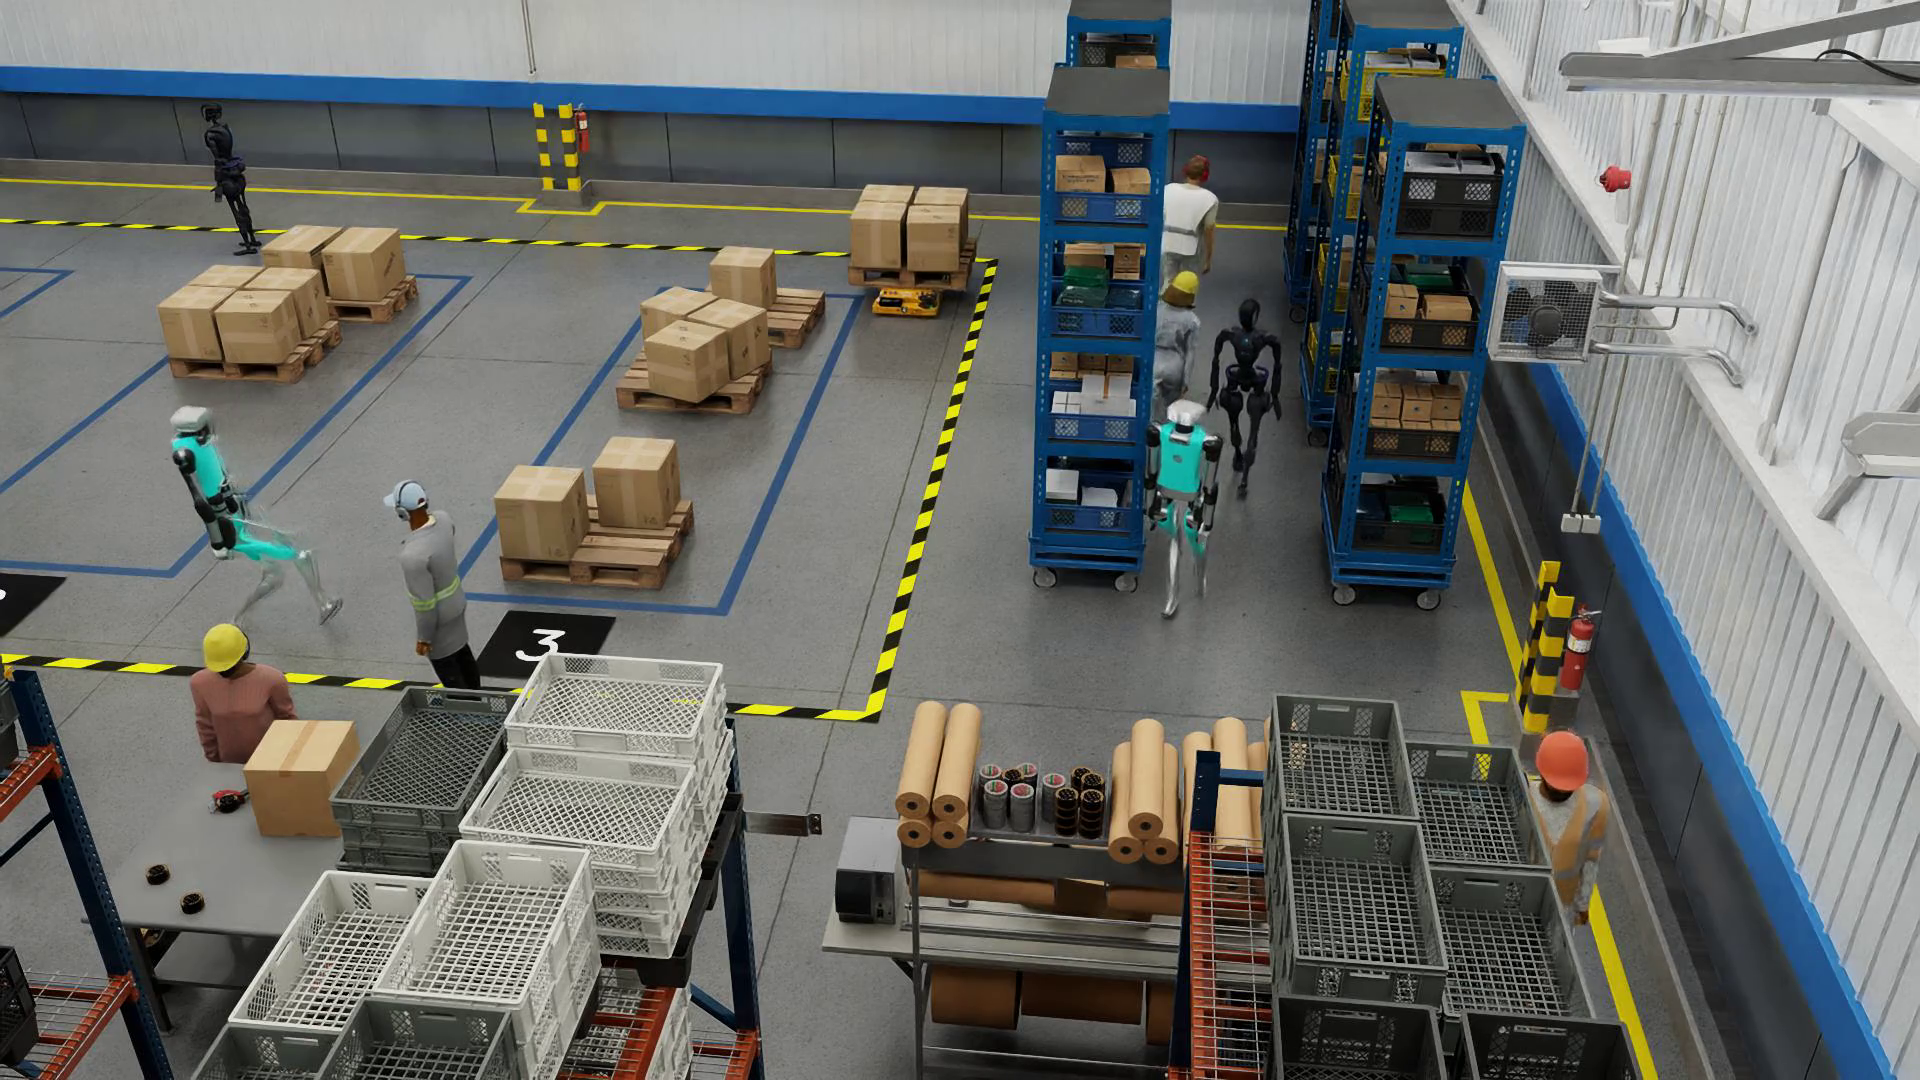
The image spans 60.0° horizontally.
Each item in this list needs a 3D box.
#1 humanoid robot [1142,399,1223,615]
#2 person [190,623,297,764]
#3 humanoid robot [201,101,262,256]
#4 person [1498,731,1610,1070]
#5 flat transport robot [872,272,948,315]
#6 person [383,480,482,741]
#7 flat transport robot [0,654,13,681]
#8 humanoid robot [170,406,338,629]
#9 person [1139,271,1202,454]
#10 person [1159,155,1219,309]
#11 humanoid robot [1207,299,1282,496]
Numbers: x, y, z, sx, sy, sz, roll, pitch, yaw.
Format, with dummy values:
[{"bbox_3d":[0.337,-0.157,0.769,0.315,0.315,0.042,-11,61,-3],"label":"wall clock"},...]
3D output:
[{"bbox_3d":[1.601,-0.213,11.675,0.547,1.879,0.815,13,33,22],"label":"humanoid robot"},{"bbox_3d":[-3.876,1.198,9.134,0.523,1.760,0.326,-3,30,-6],"label":"person"},{"bbox_3d":[-7.913,-3.918,17.991,0.315,1.654,0.599,-3,30,-4],"label":"humanoid robot"},{"bbox_3d":[2.805,1.671,8.159,0.544,1.922,0.668,1,30,1],"label":"person"},{"bbox_3d":[-0.479,-2.702,17.287,0.652,0.197,1.431,3,30,6],"label":"flat transport robot"},{"bbox_3d":[-3.270,0.452,10.327,0.404,1.848,0.589,2,30,4],"label":"person"},{"bbox_3d":[-7.142,0.969,11.010,1.431,0.231,0.659,3,30,6],"label":"flat transport robot"},{"bbox_3d":[-4.769,-0.122,11.463,0.994,1.775,0.537,-5,31,-8],"label":"humanoid robot"},{"bbox_3d":[1.676,-1.349,13.576,0.515,1.687,0.812,8,31,13],"label":"person"},{"bbox_3d":[2.137,-2.751,15.859,0.597,1.814,0.452,15,33,24],"label":"person"},{"bbox_3d":[2.295,-1.191,13.366,0.614,1.618,0.778,9,31,14],"label":"humanoid robot"}]
